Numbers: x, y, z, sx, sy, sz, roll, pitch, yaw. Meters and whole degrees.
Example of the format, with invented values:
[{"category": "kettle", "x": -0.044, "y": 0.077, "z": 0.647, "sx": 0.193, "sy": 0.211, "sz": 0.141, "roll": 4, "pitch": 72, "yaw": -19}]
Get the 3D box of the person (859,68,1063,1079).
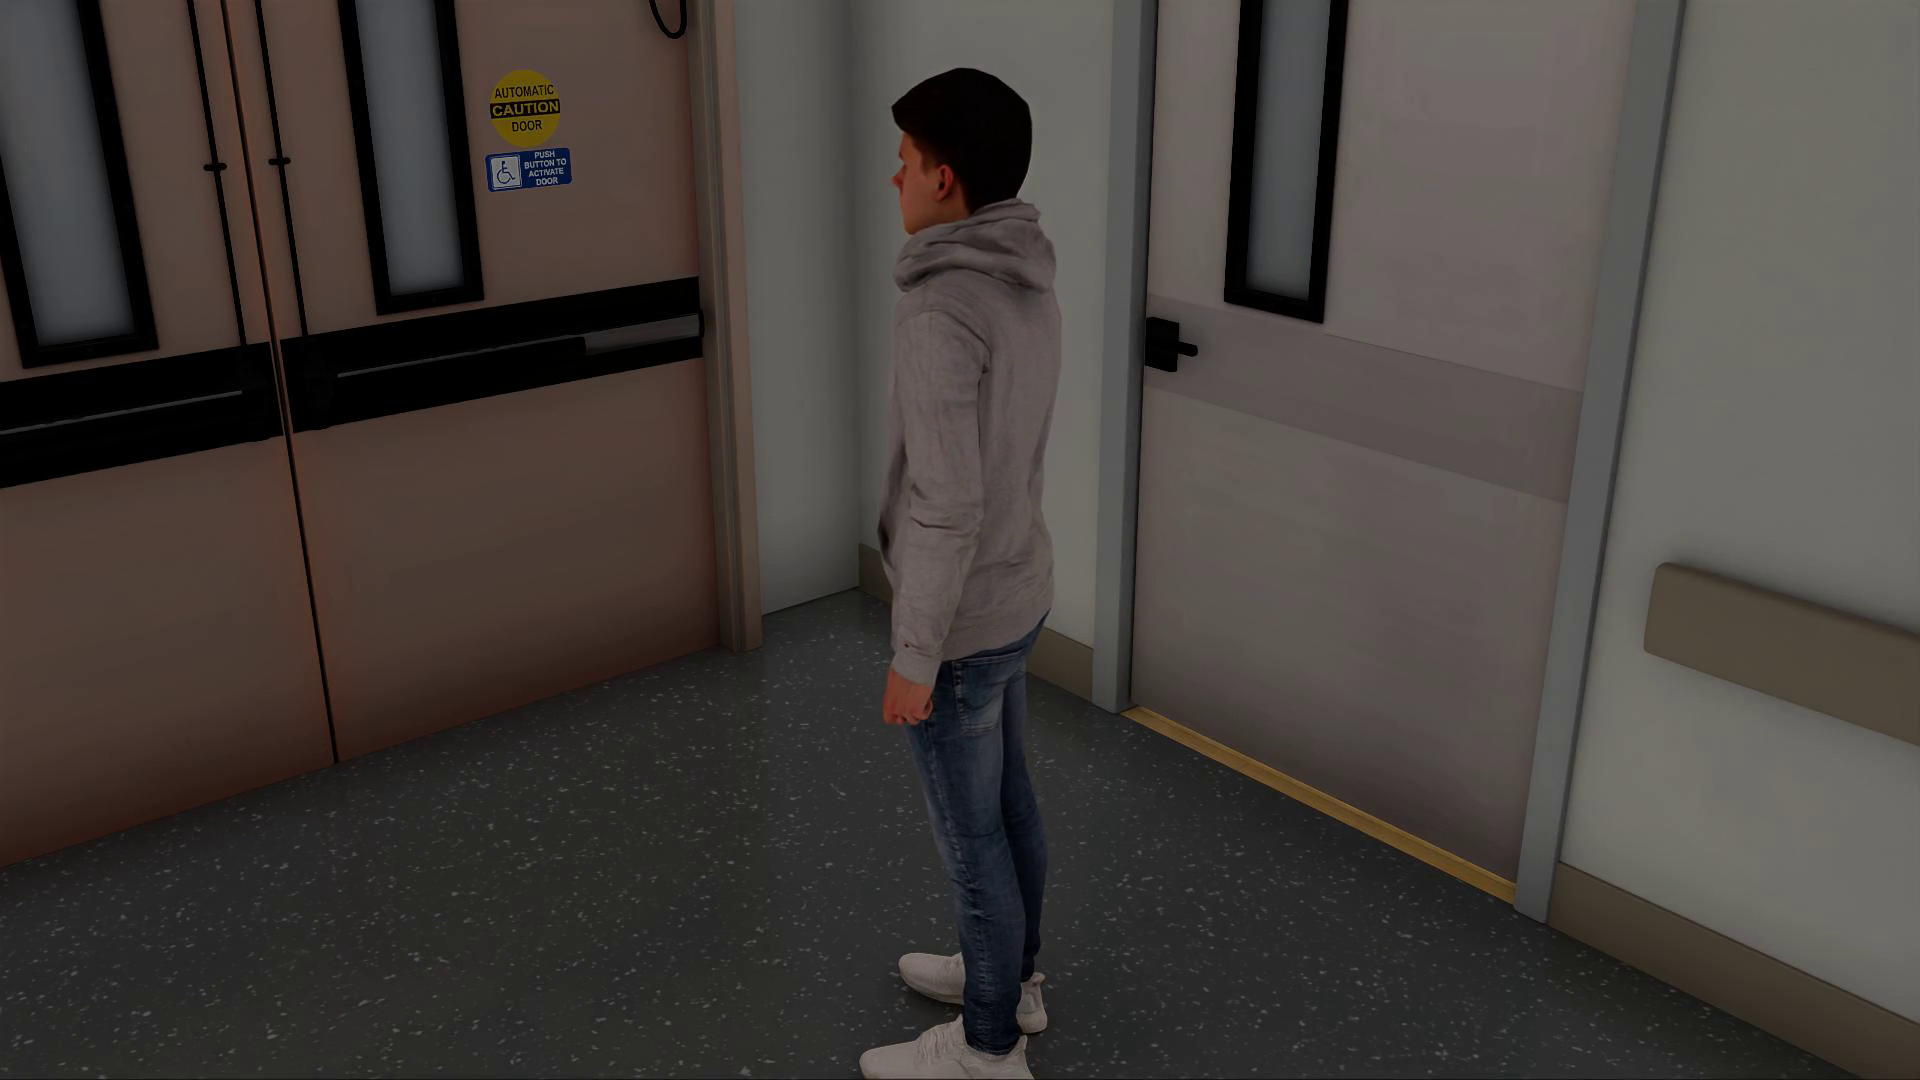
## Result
[{"category": "person", "x": 0.026, "y": 0.129, "z": 2.914, "sx": 0.781, "sy": 1.853, "sz": 0.759, "roll": 5, "pitch": 21, "yaw": 13}]
